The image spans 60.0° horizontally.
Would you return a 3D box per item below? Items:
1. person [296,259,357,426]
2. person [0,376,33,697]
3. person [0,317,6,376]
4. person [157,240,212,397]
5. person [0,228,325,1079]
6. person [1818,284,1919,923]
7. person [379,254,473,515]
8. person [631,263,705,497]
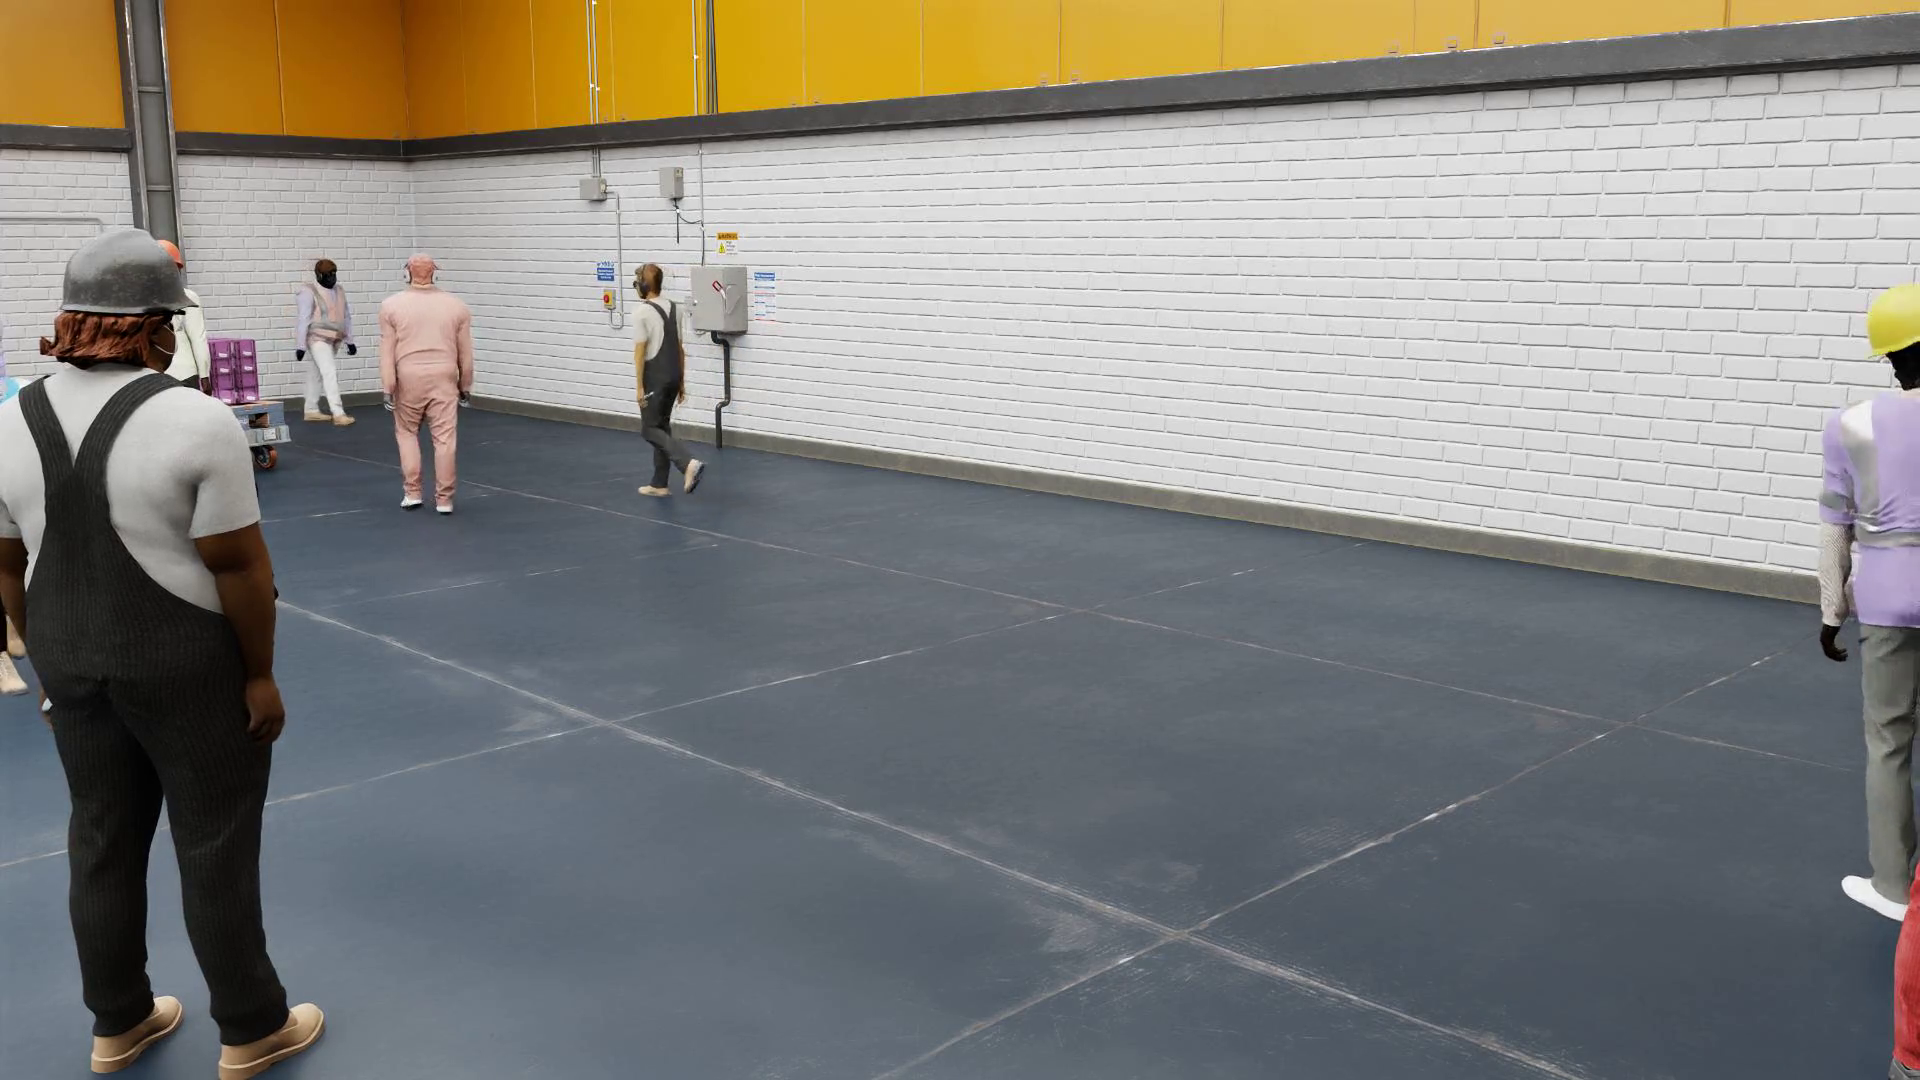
[{"bbox_3d":[-6.850,-2.118,17.885,0.869,1.774,0.652,3,11,15],"label":"person"},{"bbox_3d":[-4.325,-0.168,7.417,0.564,1.682,0.545,9,14,42],"label":"person"},{"bbox_3d":[-6.715,-0.930,11.115,0.643,1.883,0.966,-6,12,-32],"label":"person"},{"bbox_3d":[-5.849,-1.216,12.329,0.611,1.985,0.393,0,10,0],"label":"person"},{"bbox_3d":[-1.913,0.281,4.010,0.672,2.000,0.536,2,11,10],"label":"person"},{"bbox_3d":[2.890,0.208,4.867,0.736,1.888,0.361,7,12,33],"label":"person"},{"bbox_3d":[-3.908,-1.135,12.166,0.674,1.880,0.723,-5,12,-27],"label":"person"},{"bbox_3d":[-2.238,-1.200,12.694,0.652,1.823,0.512,7,12,32],"label":"person"}]
